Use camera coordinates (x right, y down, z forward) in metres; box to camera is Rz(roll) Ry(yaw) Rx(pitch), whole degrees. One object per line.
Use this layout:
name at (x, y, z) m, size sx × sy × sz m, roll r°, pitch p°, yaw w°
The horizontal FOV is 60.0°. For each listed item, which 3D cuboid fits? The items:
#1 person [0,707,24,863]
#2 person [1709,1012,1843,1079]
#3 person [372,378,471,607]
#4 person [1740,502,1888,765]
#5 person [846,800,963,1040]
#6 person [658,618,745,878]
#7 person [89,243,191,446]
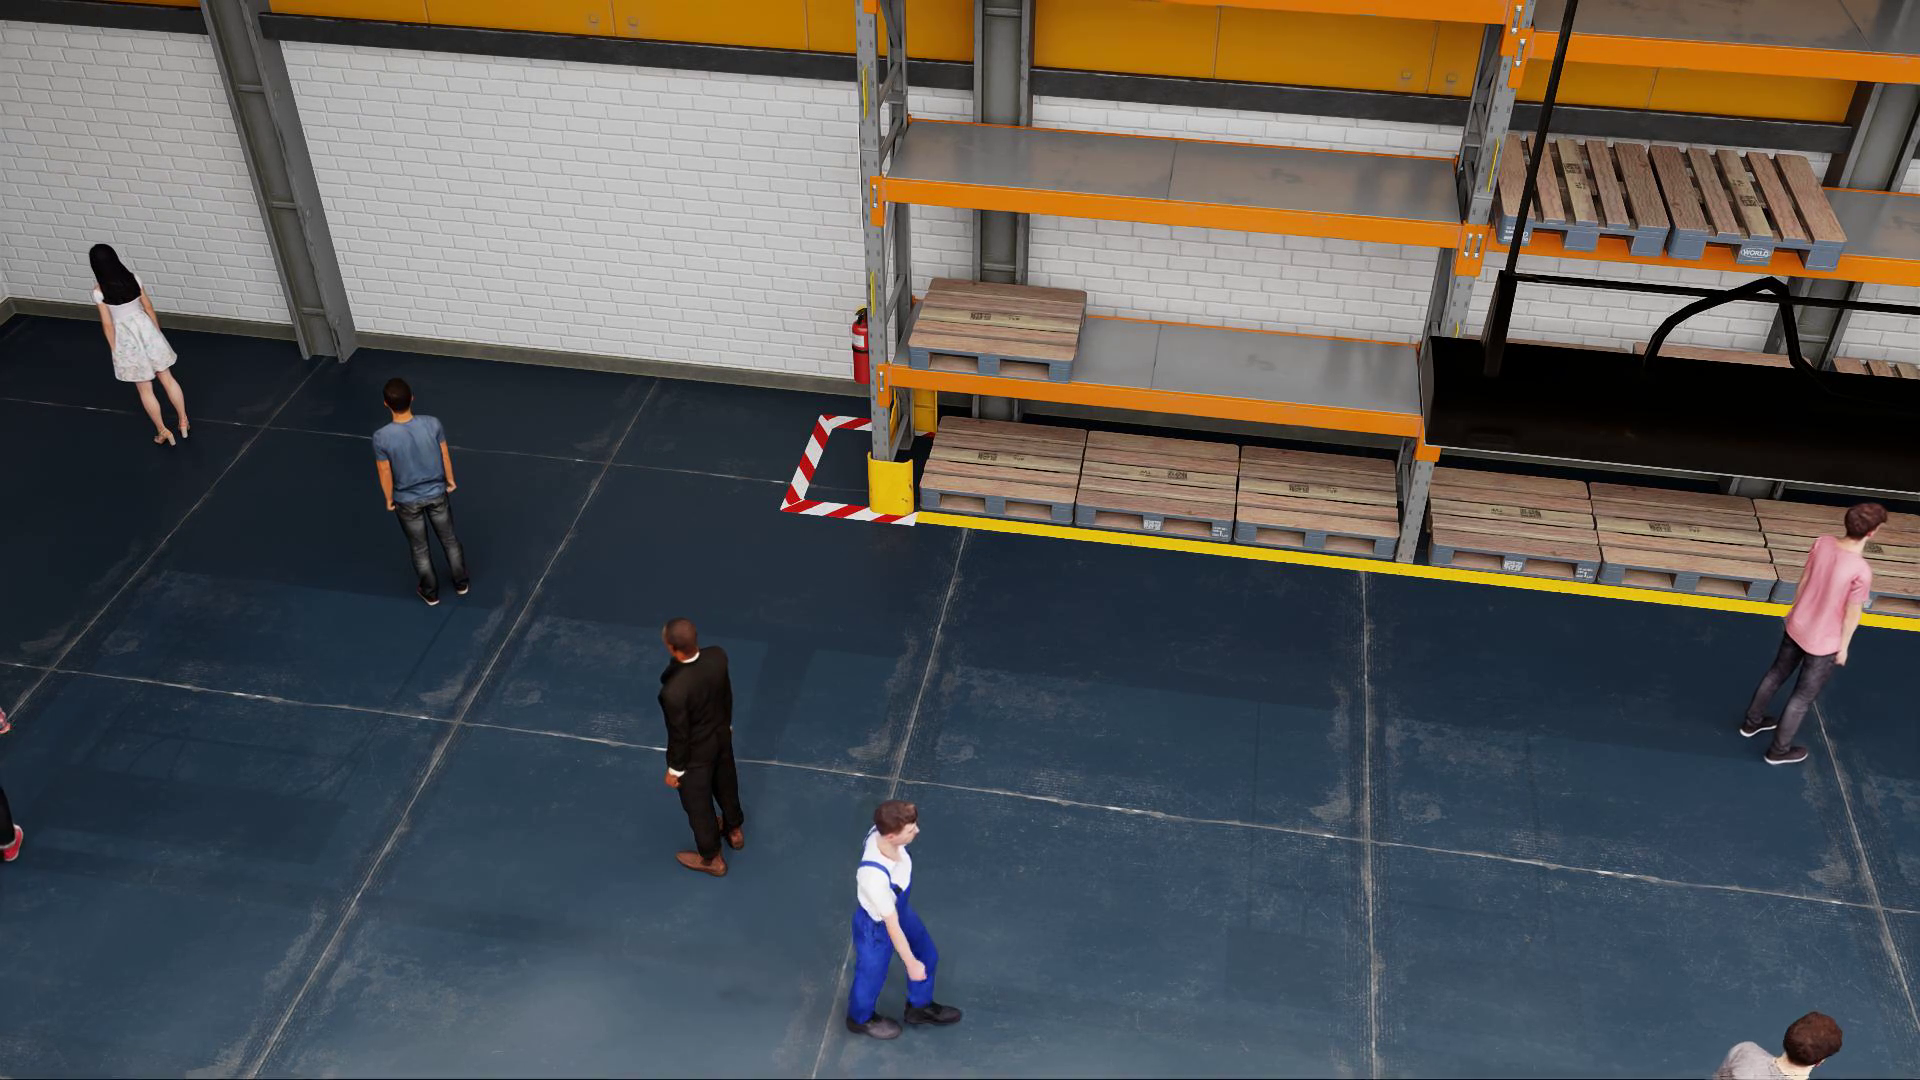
person at (-5.901, 1.234, 9.736) m, size 0.955 × 1.746 × 0.998 m, roll -15°, pitch 41°, yaw -17°
person at (3.544, 2.847, 7.600) m, size 0.971 × 1.890 × 0.908 m, roll -22°, pitch 44°, yaw -25°
person at (-3.778, -0.333, 11.649) m, size 0.698 × 1.807 × 0.763 m, roll -23°, pitch 44°, yaw -26°
person at (5.330, 0.575, 10.392) m, size 0.706 × 1.957 × 0.707 m, roll -11°, pitch 40°, yaw -14°
person at (-0.494, 2.008, 8.703) m, size 0.850 × 1.824 × 0.623 m, roll 8°, pitch 39°, yaw 10°
person at (-1.504, 1.190, 9.665) m, size 0.755 × 1.903 × 0.784 m, roll 21°, pitch 43°, yaw 25°
person at (-6.523, -1.547, 13.196) m, size 0.801 × 1.773 × 0.768 m, roll 28°, pitch 46°, yaw 30°
